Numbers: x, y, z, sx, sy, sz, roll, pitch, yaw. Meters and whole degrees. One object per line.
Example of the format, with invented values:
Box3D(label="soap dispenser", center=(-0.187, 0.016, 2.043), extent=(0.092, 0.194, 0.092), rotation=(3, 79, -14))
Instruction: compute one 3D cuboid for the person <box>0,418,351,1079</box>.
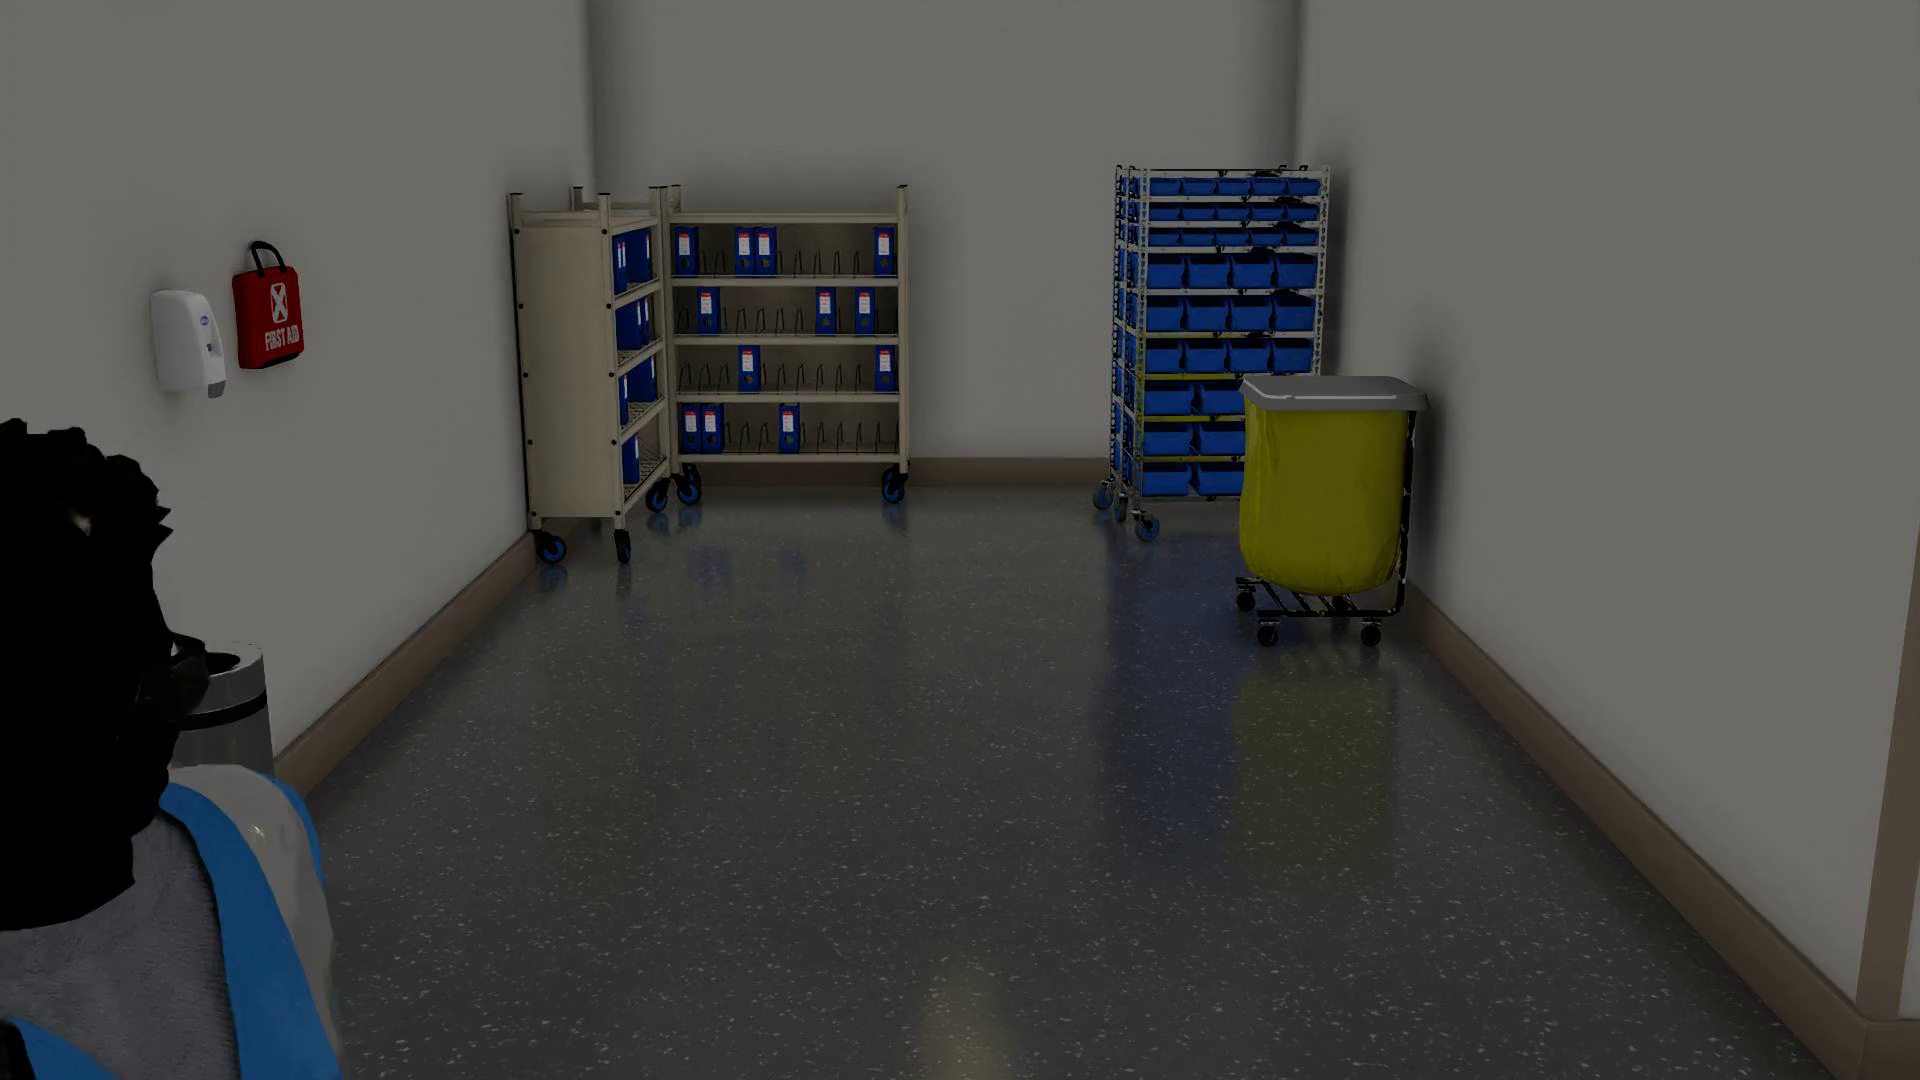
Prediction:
Box3D(label="person", center=(-0.666, 0.731, 1.229), extent=(0.606, 1.674, 0.538), rotation=(3, 14, 15))
